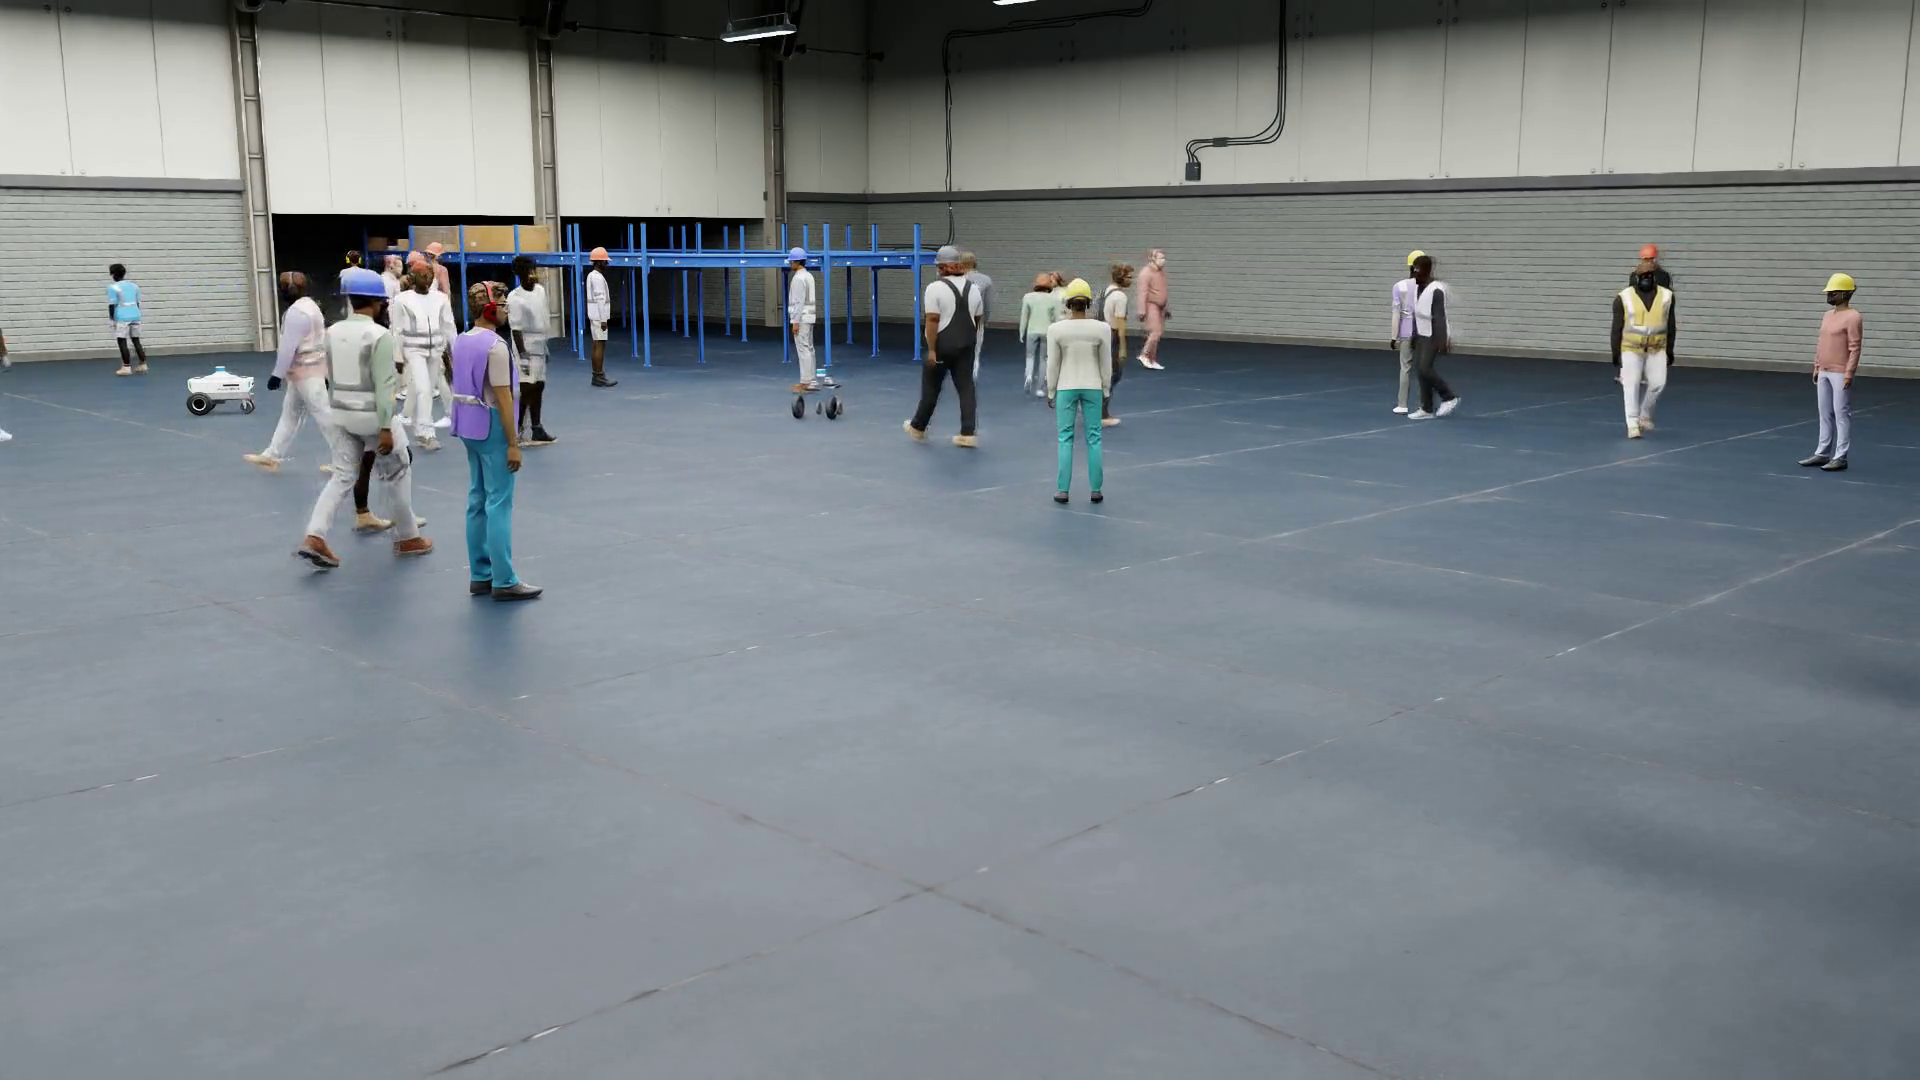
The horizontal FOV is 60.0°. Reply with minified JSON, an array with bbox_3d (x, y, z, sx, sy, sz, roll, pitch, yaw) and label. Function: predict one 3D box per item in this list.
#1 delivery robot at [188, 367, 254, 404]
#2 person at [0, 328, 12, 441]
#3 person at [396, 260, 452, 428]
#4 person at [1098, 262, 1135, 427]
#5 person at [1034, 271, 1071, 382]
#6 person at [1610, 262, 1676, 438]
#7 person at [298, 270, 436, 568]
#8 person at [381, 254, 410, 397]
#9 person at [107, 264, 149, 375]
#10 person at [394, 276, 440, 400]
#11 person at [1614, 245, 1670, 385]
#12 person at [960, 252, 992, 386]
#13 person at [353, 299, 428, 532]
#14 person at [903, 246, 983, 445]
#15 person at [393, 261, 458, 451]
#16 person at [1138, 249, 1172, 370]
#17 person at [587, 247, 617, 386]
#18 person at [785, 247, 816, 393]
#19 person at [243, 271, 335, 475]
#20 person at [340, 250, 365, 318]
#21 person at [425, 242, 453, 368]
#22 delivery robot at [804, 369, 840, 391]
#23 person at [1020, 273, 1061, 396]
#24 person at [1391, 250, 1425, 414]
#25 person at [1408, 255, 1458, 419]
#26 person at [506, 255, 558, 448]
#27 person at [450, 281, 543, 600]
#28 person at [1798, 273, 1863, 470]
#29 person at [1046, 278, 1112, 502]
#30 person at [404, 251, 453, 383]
[{"bbox_3d":[-8.864,-1.838,19.967,0.707,0.478,0.477,-3,11,-17],"label":"delivery robot"},{"bbox_3d":[-9.999,-1.893,16.914,0.523,1.849,0.854,1,10,5],"label":"person"},{"bbox_3d":[-5.975,-2.139,18.261,0.879,1.832,0.566,-5,12,-27],"label":"person"},{"bbox_3d":[1.700,-2.168,18.480,0.439,1.813,0.545,-2,11,-13],"label":"person"},{"bbox_3d":[1.402,-3.110,24.218,0.903,1.590,0.509,-8,13,-37],"label":"person"},{"bbox_3d":[7.150,-1.988,17.438,0.658,1.832,0.438,2,11,10],"label":"person"},{"bbox_3d":[-3.876,-0.783,10.694,0.610,1.900,0.987,5,12,26],"label":"person"},{"bbox_3d":[-7.577,-2.825,21.916,0.838,1.875,0.651,-3,11,-17],"label":"person"},{"bbox_3d":[-12.671,-3.348,25.256,0.397,1.679,0.555,4,11,23],"label":"person"},{"bbox_3d":[-7.003,-2.579,21.310,0.866,1.588,0.524,0,10,1],"label":"person"},{"bbox_3d":[9.613,-3.158,23.436,0.913,1.957,0.634,-9,14,-41],"label":"person"},{"bbox_3d":[0.106,-2.817,21.808,0.620,1.880,0.989,0,10,1],"label":"person"},{"bbox_3d":[-4.090,-0.898,11.889,0.611,1.672,0.554,-6,12,-32],"label":"person"},{"bbox_3d":[-0.164,-1.974,16.907,0.708,2.000,0.995,-7,13,-35],"label":"person"},{"bbox_3d":[-5.219,-1.810,16.398,0.592,1.847,0.864,-10,14,-44],"label":"person"},{"bbox_3d":[3.085,-3.624,26.196,0.420,1.891,0.655,7,12,32],"label":"person"},{"bbox_3d":[-5.070,-3.153,23.501,0.356,1.936,0.551,-4,11,-23],"label":"person"},{"bbox_3d":[-2.147,-2.972,22.493,0.409,1.943,0.615,2,11,10],"label":"person"},{"bbox_3d":[-5.867,-1.463,14.680,0.976,1.785,0.630,-3,11,-15],"label":"person"},{"bbox_3d":[-10.139,-3.925,27.928,0.520,1.865,0.318,-8,13,-37],"label":"person"},{"bbox_3d":[-8.411,-3.776,26.744,0.623,1.992,0.391,5,12,26],"label":"person"},{"bbox_3d":[-1.637,-1.893,19.556,0.335,0.223,0.698,3,11,14],"label":"delivery robot"},{"bbox_3d":[1.048,-2.685,21.820,0.535,1.612,0.443,2,11,9],"label":"person"},{"bbox_3d":[5.396,-2.457,19.728,0.586,1.930,0.356,0,10,-2],"label":"person"},{"bbox_3d":[5.432,-2.340,19.223,0.498,1.891,0.596,-1,10,-7],"label":"person"},{"bbox_3d":[-4.297,-1.897,16.720,0.370,1.925,0.711,3,11,14],"label":"person"},{"bbox_3d":[-2.757,-0.582,9.729,0.390,1.847,0.563,-9,14,-42],"label":"person"},{"bbox_3d":[7.925,-1.524,15.090,0.310,1.768,0.533,-1,10,-6],"label":"person"},{"bbox_3d":[0.944,-1.183,13.223,0.523,1.772,0.303,0,10,-2],"label":"person"},{"bbox_3d":[-7.654,-3.154,23.678,0.561,1.888,1.019,7,13,34],"label":"person"}]
